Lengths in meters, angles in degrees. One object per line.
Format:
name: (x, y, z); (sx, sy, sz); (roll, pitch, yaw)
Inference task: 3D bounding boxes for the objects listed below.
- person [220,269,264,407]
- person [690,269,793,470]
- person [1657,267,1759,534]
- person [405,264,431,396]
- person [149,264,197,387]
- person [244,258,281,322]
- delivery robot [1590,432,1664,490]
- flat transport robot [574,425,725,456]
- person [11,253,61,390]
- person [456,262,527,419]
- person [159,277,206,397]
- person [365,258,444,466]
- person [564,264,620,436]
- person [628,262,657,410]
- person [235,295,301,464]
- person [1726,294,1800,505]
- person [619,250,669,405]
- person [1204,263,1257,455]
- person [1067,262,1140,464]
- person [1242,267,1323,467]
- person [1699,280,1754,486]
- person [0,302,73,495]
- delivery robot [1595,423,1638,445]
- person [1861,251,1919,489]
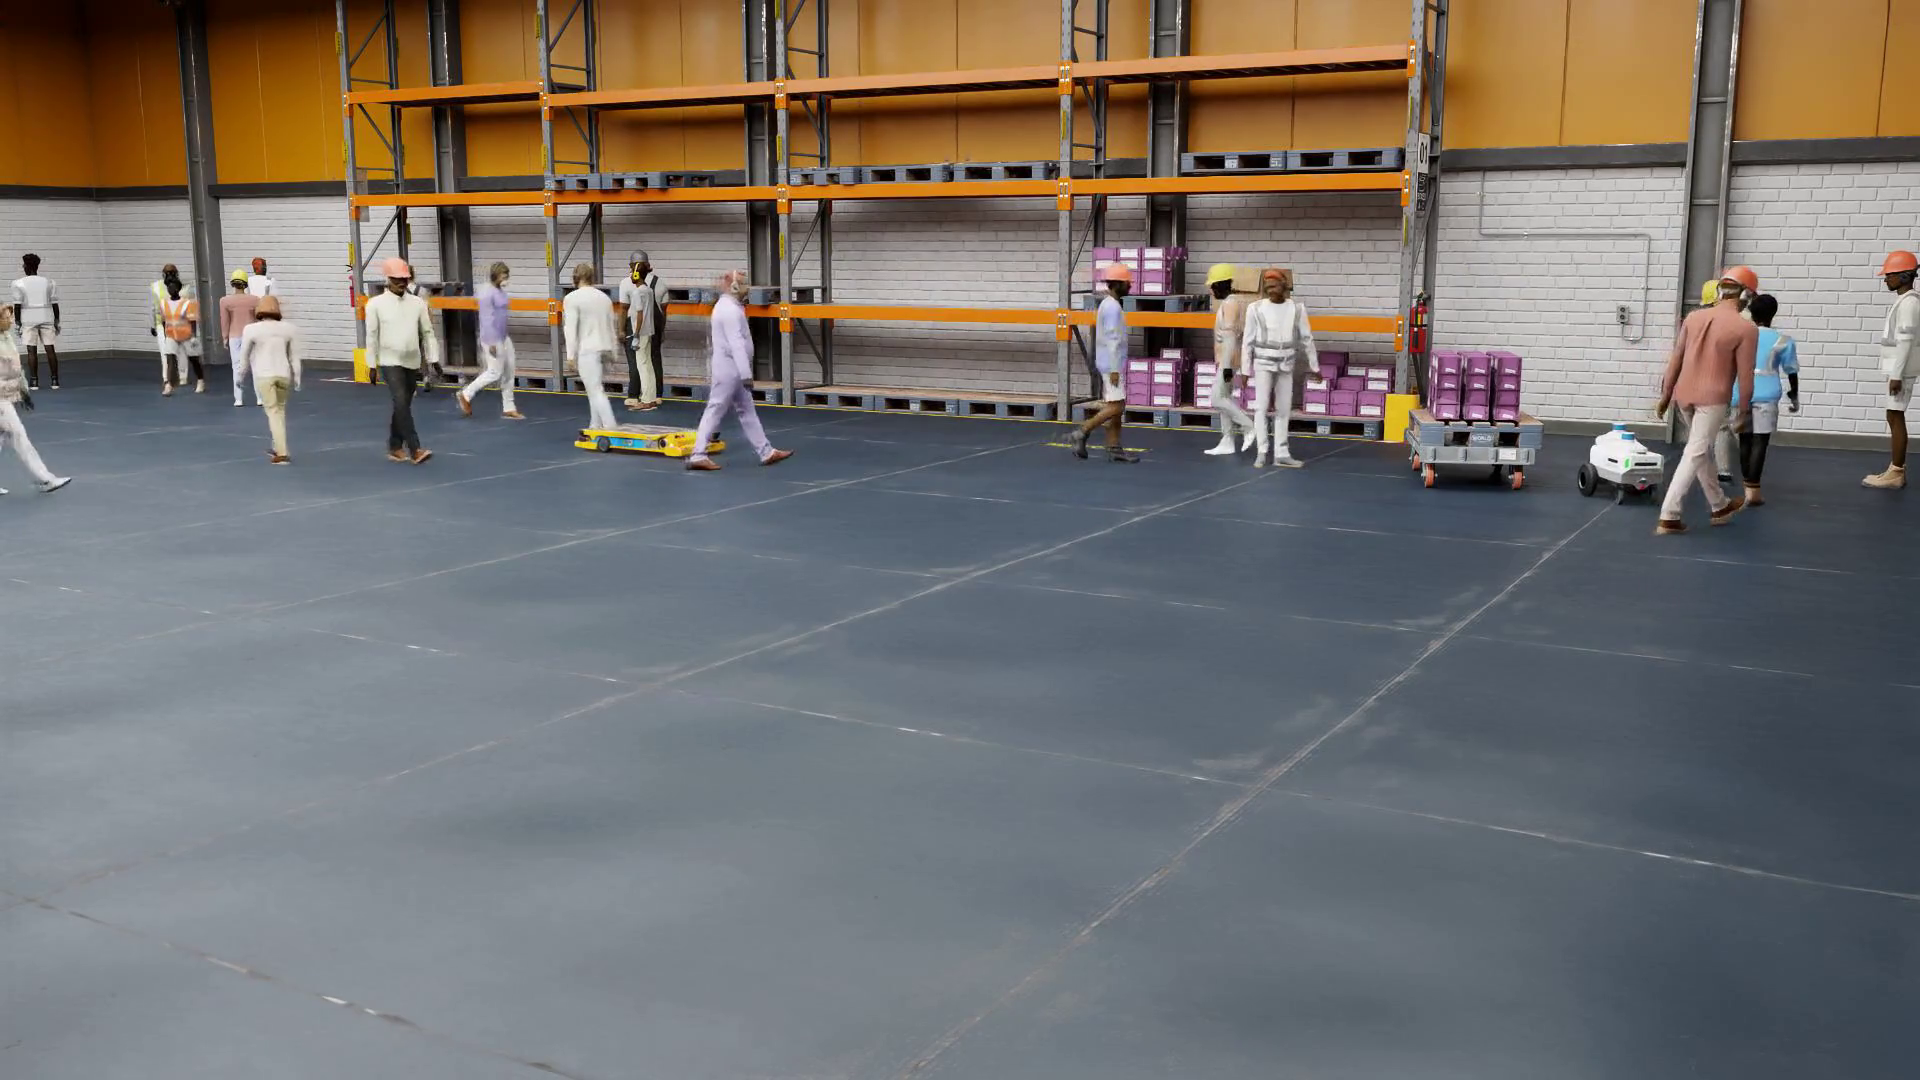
person: (-9.264, -2.604, 21.517); (0.523, 1.769, 0.313); (-4, 11, -20)
person: (-2.063, -1.568, 15.412); (1.002, 1.848, 0.667); (-2, 10, -10)
person: (5.463, -1.003, 12.040); (1.025, 1.909, 0.678); (-4, 11, -23)
person: (-7.599, -2.898, 23.019); (0.515, 1.829, 0.413); (-9, 13, -42)
person: (-11.619, -3.157, 24.577); (0.634, 1.790, 0.948); (-4, 11, -23)
person: (-11.114, -3.545, 26.513); (0.573, 1.884, 0.359); (0, 10, -1)
delivery robot: (5.412, -0.631, 13.507); (0.477, 0.478, 0.707); (0, 10, -3)
flat transport robot: (-3.139, -1.019, 16.774); (1.431, 0.197, 0.652); (6, 12, 31)
person: (-13.375, -3.162, 24.104); (0.613, 1.965, 0.361); (-9, 13, -41)
person: (-5.621, -2.361, 19.799); (0.706, 1.894, 0.640); (2, 10, 10)
person: (-10.854, -2.839, 23.188); (0.544, 1.651, 0.899); (0, 10, 0)
person: (-5.229, -1.678, 15.744); (0.992, 1.943, 0.635); (9, 13, 41)
person: (-3.802, -1.945, 17.480); (0.730, 1.900, 0.645); (5, 11, 27)
person: (-4.037, -2.572, 21.056); (0.316, 1.865, 0.532); (2, 10, 9)
person: (-6.647, -1.540, 15.971); (0.783, 1.595, 0.516); (9, 14, 43)
person: (6.427, -1.131, 13.379); (0.566, 1.674, 0.649); (9, 14, 42)
person: (-4.180, -2.788, 21.783); (0.679, 2.000, 0.535); (-8, 13, -40)
person: (2.655, -1.764, 16.365); (0.541, 1.899, 0.628); (1, 10, 7)
person: (1.383, -1.658, 15.728); (0.598, 1.920, 0.565); (1, 10, 5)
person: (2.991, -1.599, 15.550); (0.742, 1.876, 0.389); (-2, 10, -10)
person: (6.610, -1.332, 14.272); (0.654, 1.782, 0.505); (-1, 10, -4)
person: (-7.834, -1.159, 13.785); (0.831, 1.591, 0.541); (-1, 10, -8)
delivery robot: (5.617, -0.754, 14.206); (0.477, 0.478, 0.707); (3, 11, 18)
person: (8.025, -1.454, 14.278); (0.409, 2.030, 0.609); (5, 11, 26)
